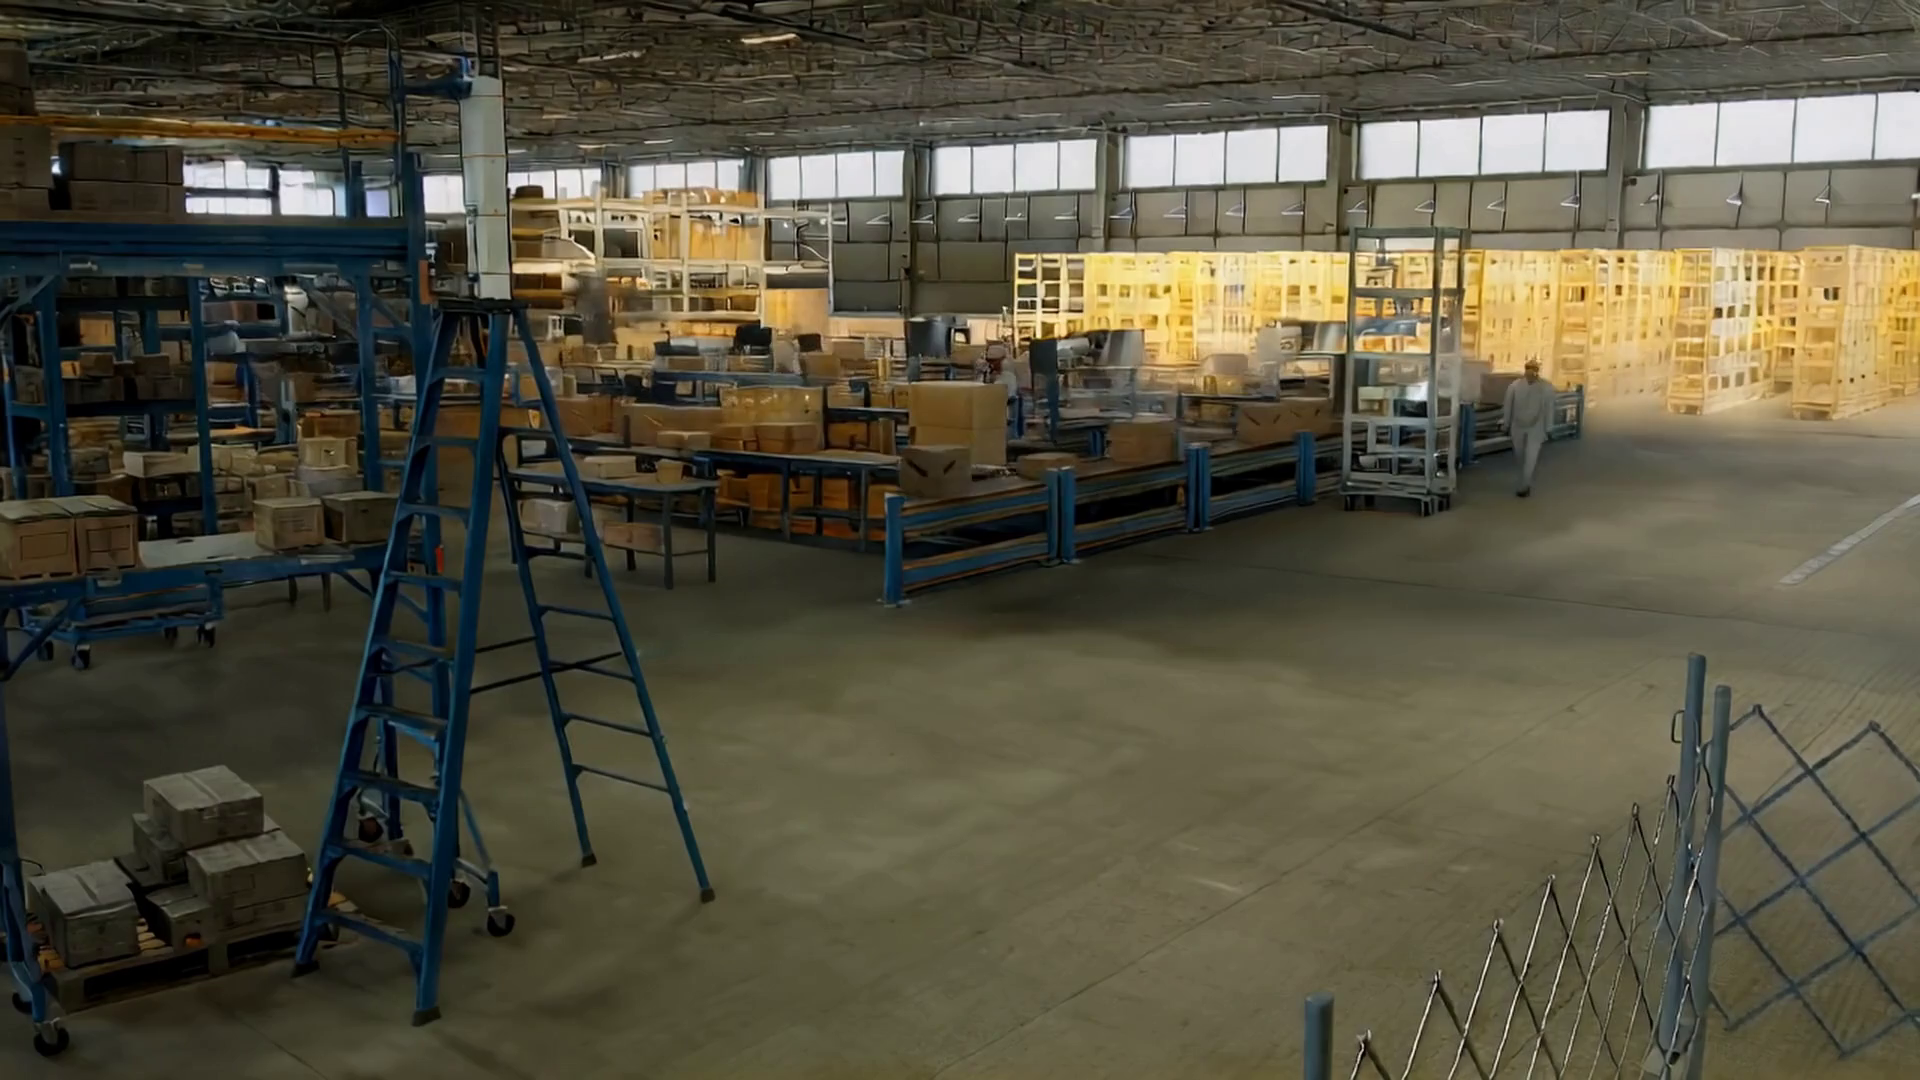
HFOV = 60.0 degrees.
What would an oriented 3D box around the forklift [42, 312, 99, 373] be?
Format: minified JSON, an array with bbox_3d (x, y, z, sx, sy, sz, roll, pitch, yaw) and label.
[{"bbox_3d":[-23.779,-5.451,44.052,1.873,2.768,1.129,7,11,36],"label":"forklift"}]

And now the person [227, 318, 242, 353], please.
[{"bbox_3d":[-18.655,-4.738,42.656,0.867,1.908,0.552,0,9,0],"label":"person"}]

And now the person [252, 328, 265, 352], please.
[{"bbox_3d":[-17.480,-4.472,41.689,0.532,1.675,0.700,7,11,37],"label":"person"}]

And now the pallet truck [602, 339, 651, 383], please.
[{"bbox_3d":[-8.991,-4.871,45.351,0.653,1.274,1.630,7,11,37],"label":"pallet truck"}]

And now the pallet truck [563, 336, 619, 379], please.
[{"bbox_3d":[-10.690,-5.294,48.215,1.601,1.201,0.680,-5,10,-26],"label":"pallet truck"}]

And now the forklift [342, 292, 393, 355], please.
[{"bbox_3d":[-16.485,-5.622,45.120,1.129,2.768,1.873,7,11,37],"label":"forklift"}]

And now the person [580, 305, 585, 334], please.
[{"bbox_3d":[-12.868,-7.059,56.900,0.653,1.970,0.705,7,11,37],"label":"person"}]

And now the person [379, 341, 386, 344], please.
[{"bbox_3d":[-17.628,-5.894,50.317,0.518,1.756,0.348,-7,12,-38],"label":"person"}]

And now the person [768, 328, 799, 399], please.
[{"bbox_3d":[-4.218,-4.192,39.780,0.863,1.735,0.536,4,10,25],"label":"person"}]

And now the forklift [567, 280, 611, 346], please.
[{"bbox_3d":[-11.349,-6.730,52.036,1.873,2.768,1.129,7,11,37],"label":"forklift"}]

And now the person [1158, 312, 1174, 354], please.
[{"bbox_3d":[6.717,-6.489,53.844,0.594,1.812,0.442,4,10,25],"label":"person"}]

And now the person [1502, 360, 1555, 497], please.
[{"bbox_3d":[7.828,-1.555,22.925,0.657,1.865,0.976,6,11,35],"label":"person"}]

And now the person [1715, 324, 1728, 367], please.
[{"bbox_3d":[19.688,-4.785,43.112,0.390,1.846,0.564,7,12,38],"label":"person"}]

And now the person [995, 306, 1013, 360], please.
[{"bbox_3d":[1.590,-7.252,58.346,0.609,1.907,0.946,-5,10,-29],"label":"person"}]

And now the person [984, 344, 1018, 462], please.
[{"bbox_3d":[0.539,-1.733,23.463,0.609,2.040,0.395,9,13,43],"label":"person"}]
